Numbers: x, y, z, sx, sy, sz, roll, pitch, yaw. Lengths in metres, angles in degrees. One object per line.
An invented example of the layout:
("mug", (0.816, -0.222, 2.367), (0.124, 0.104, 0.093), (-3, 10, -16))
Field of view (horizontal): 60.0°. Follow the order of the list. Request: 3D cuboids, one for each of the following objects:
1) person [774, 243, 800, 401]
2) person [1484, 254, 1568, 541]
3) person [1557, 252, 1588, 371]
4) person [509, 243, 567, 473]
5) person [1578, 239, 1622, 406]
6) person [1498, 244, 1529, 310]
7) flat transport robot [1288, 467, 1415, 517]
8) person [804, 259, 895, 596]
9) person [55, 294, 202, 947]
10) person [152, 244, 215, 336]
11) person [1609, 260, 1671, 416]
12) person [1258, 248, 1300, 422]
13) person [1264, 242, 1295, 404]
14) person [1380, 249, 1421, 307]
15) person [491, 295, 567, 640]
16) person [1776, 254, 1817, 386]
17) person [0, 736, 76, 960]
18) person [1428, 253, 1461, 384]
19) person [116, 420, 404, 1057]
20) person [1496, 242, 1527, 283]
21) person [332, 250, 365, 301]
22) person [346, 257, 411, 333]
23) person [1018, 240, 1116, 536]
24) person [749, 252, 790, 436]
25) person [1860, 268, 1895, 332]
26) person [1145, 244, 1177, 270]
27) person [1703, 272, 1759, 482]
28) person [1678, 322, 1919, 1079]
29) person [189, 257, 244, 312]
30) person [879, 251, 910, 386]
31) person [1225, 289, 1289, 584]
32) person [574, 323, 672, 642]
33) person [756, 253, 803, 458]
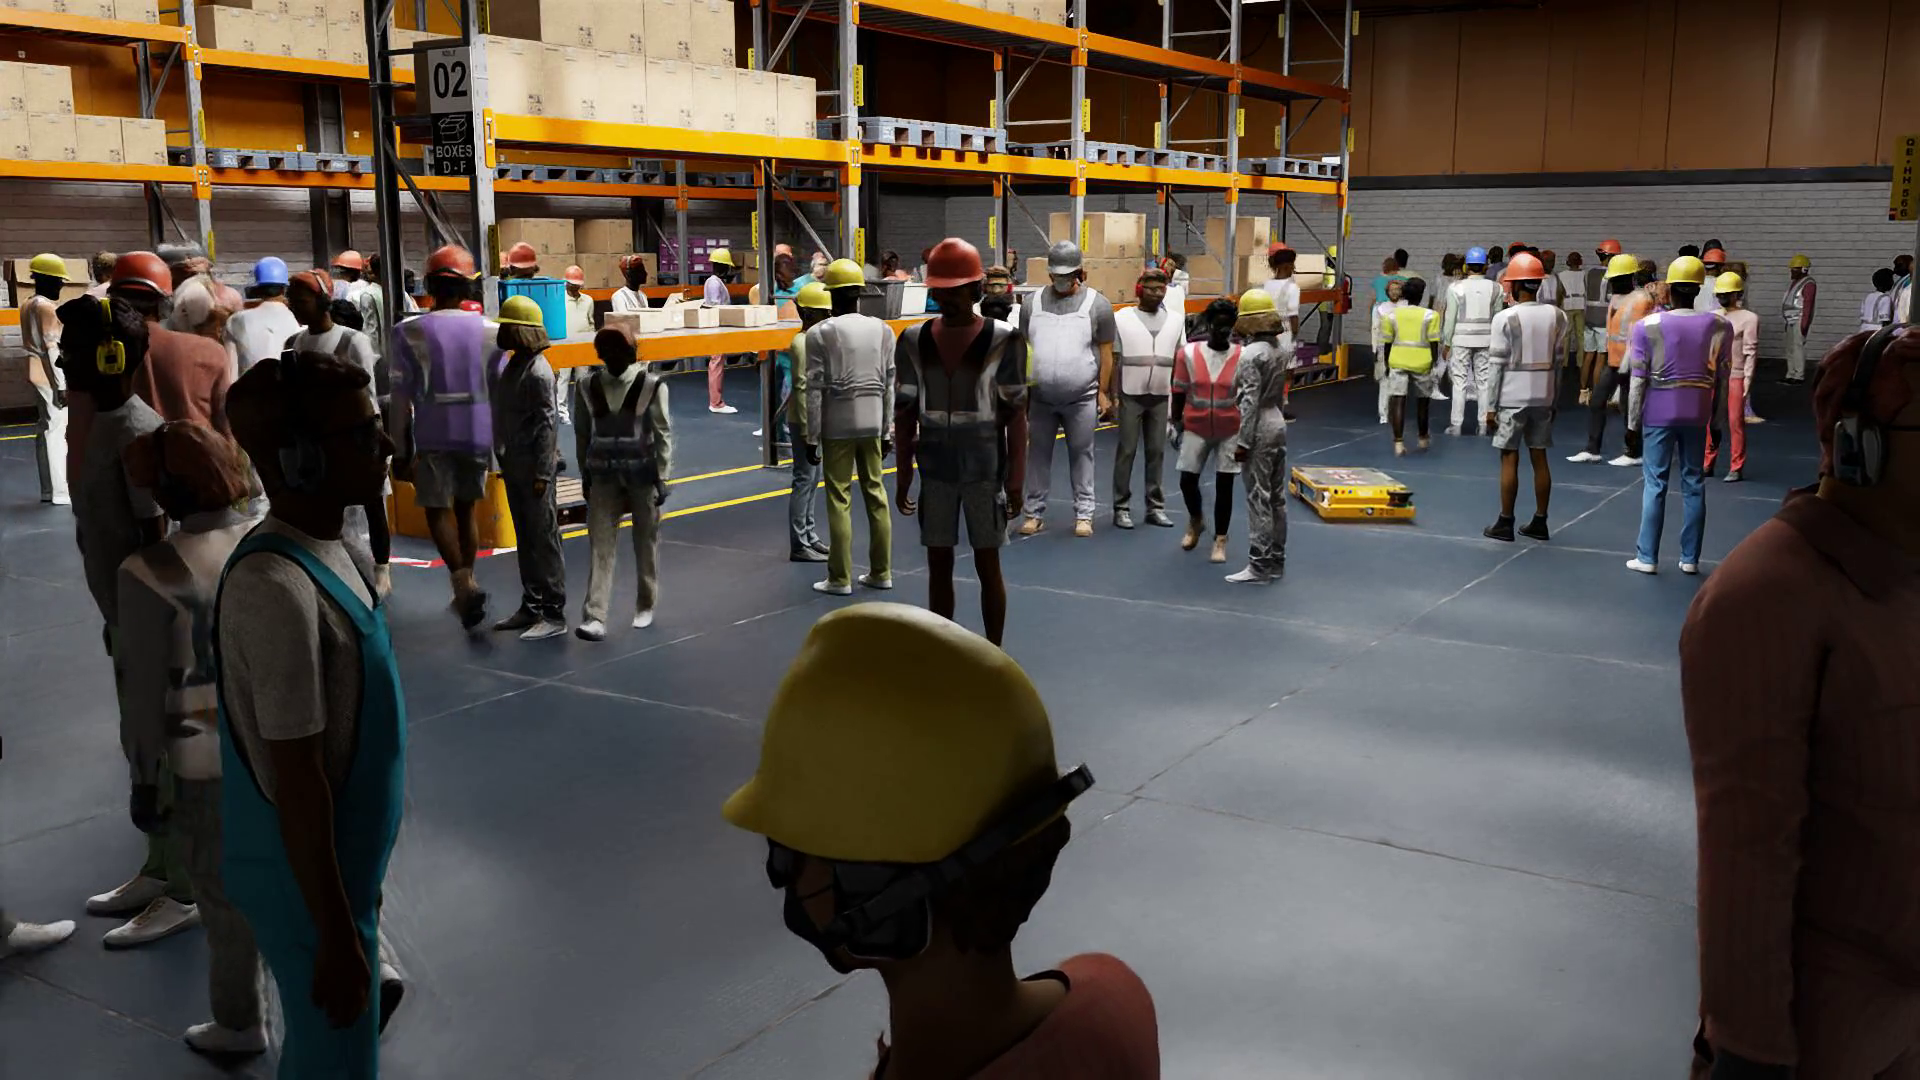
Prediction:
("person", (-2.096, -2.558, 19.963), (0.486, 1.976, 0.642), (8, 13, 39))
("person", (3.781, -0.946, 11.201), (0.547, 1.933, 0.379), (-2, 10, -12))
("person", (9.490, -3.529, 25.745), (0.563, 1.837, 0.392), (0, 10, -1))
("person", (-3.726, -1.565, 14.421), (0.607, 1.982, 1.041), (-5, 11, -26))
("person", (7.852, -2.644, 20.318), (0.403, 2.036, 0.601), (-3, 11, -17))
("person", (7.013, -2.750, 21.072), (0.368, 1.967, 0.603), (8, 13, 38))
("flat transport robot", (2.948, -0.377, 12.623), (0.652, 0.197, 1.431), (0, 10, 1))
("person", (-0.642, -0.643, 9.551), (0.584, 1.918, 0.401), (-8, 13, -37))
("person", (-2.414, 0.231, 4.826), (0.328, 1.872, 0.509), (-7, 12, -33))
("person", (-6.330, -1.422, 13.510), (0.884, 2.000, 0.731), (-6, 12, -31))
("person", (7.820, -2.305, 19.106), (0.628, 1.785, 0.961), (8, 13, 38))
("person", (3.460, -2.231, 18.282), (0.675, 1.942, 0.606), (-6, 12, -32))
("person", (3.878, -2.636, 20.355), (0.374, 1.997, 0.608), (7, 12, 33))
("person", (6.356, -3.265, 24.095), (0.609, 1.897, 0.584), (2, 10, 10))
("person", (-2.215, -0.368, 8.488), (0.287, 1.746, 0.487), (-8, 13, -37))
("person", (11.677, -3.059, 23.201), (0.403, 1.824, 0.597), (1, 10, 5))
("person", (-2.760, 0.315, 4.347), (0.621, 1.915, 0.633), (8, 13, 36))
("person", (6.821, -3.097, 23.365), (0.503, 1.839, 0.343), (0, 10, 3))
("person", (-1.678, 0.512, 3.969), (0.582, 1.618, 0.539), (5, 12, 28))
("person", (7.550, -3.058, 22.702), (0.623, 1.992, 0.397), (-7, 12, -33))
("person", (-6.397, -2.062, 17.401), (0.545, 1.913, 0.466), (9, 13, 40))
("person", (-5.288, -1.647, 15.187), (0.586, 1.883, 0.343), (-3, 11, -17))
("person", (0.697, -1.035, 11.366), (0.678, 2.000, 0.537), (2, 11, 13))
("person", (-1.939, -2.022, 17.166), (0.585, 1.921, 0.373), (-10, 14, -43))
("person", (10.743, -2.332, 19.507), (0.317, 1.695, 0.540), (0, 10, 2))
("person", (3.148, -3.741, 26.383), (0.619, 2.034, 0.424), (5, 11, 25))
("person", (6.420, -1.366, 13.988), (0.347, 1.760, 0.528), (-7, 12, -32))
("person", (1.304, 0.642, 2.440), (0.639, 1.910, 0.406), (-8, 13, -39))
("person", (-6.903, -1.663, 15.333), (0.631, 1.855, 0.940), (-5, 11, -26))
("person", (-0.716, -2.109, 17.697), (0.593, 1.909, 0.409), (-10, 14, -43))
("person", (1.753, -0.606, 9.832), (0.321, 1.736, 0.487), (7, 13, 35))
("person", (-1.712, -0.283, 8.401), (0.527, 1.596, 0.842), (1, 10, 4))
("person", (-1.615, -1.729, 15.615), (0.769, 1.898, 0.520), (5, 12, 28))
